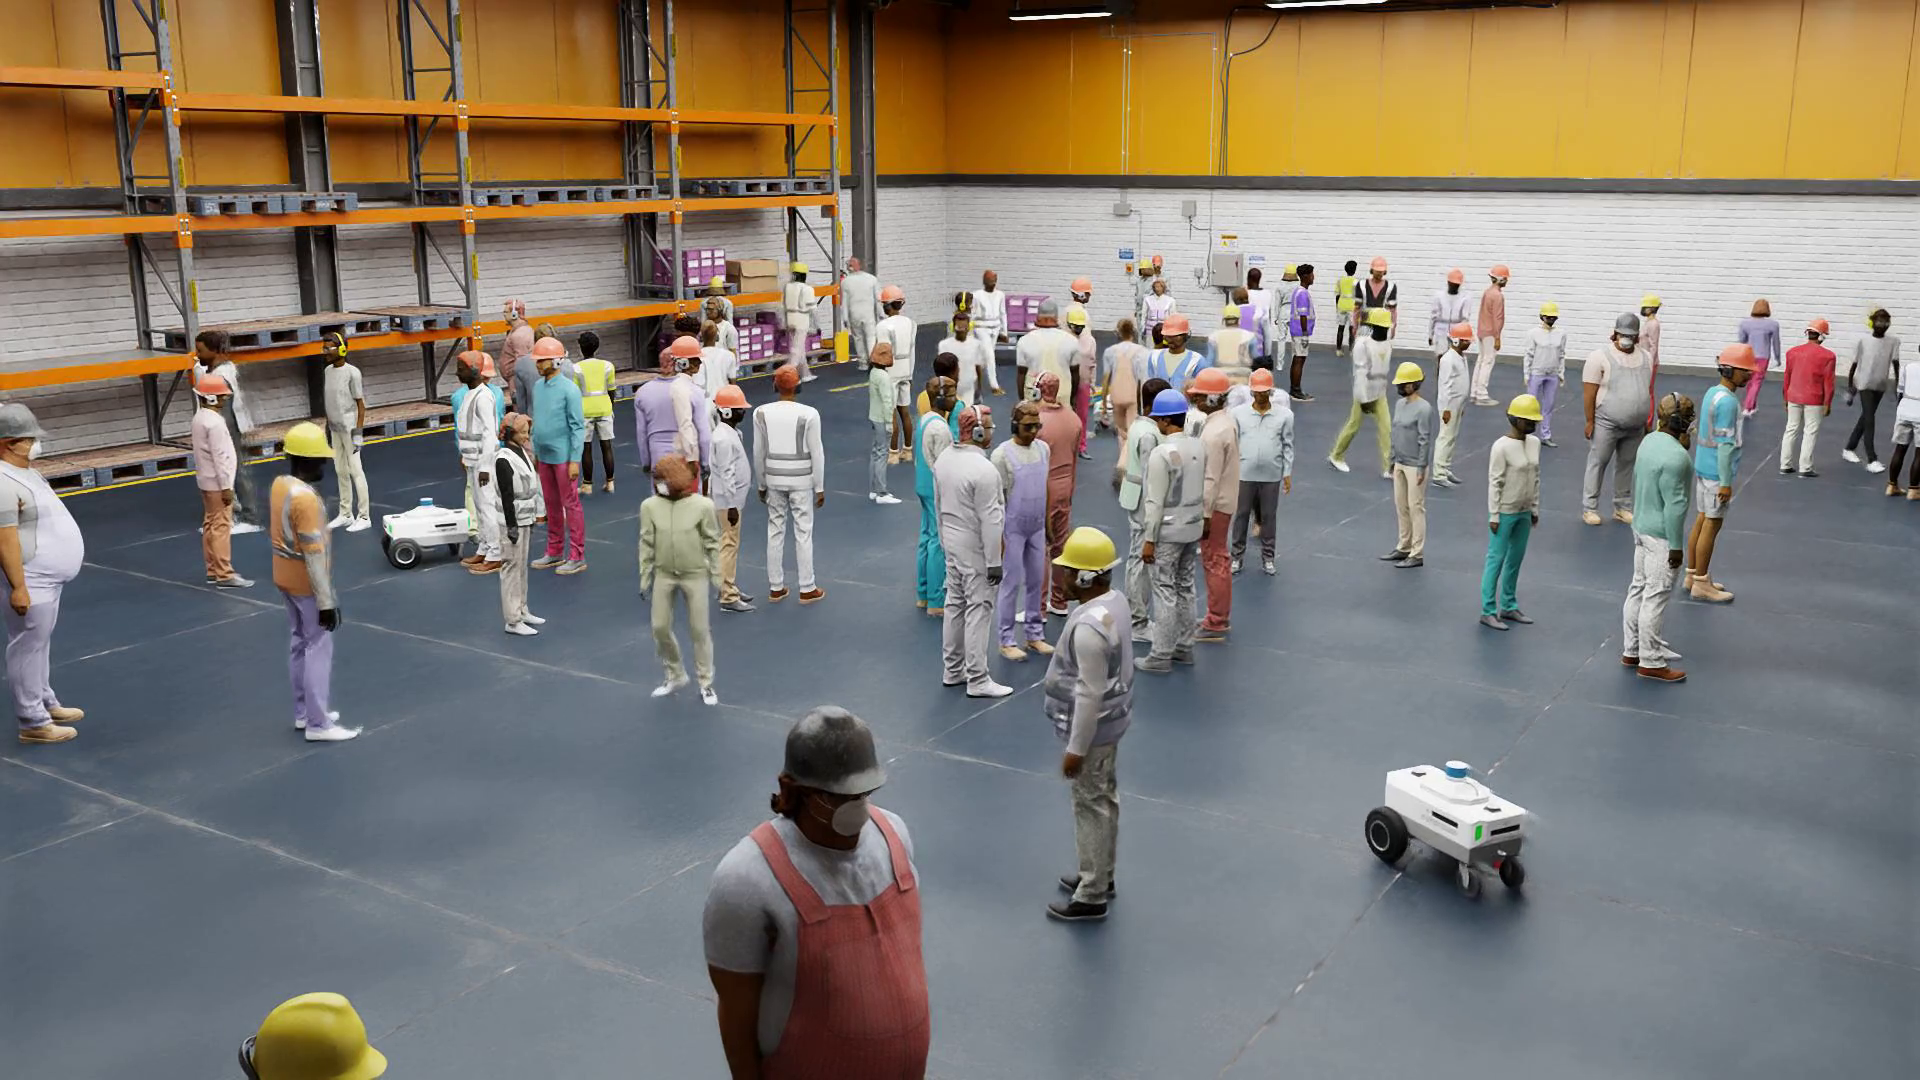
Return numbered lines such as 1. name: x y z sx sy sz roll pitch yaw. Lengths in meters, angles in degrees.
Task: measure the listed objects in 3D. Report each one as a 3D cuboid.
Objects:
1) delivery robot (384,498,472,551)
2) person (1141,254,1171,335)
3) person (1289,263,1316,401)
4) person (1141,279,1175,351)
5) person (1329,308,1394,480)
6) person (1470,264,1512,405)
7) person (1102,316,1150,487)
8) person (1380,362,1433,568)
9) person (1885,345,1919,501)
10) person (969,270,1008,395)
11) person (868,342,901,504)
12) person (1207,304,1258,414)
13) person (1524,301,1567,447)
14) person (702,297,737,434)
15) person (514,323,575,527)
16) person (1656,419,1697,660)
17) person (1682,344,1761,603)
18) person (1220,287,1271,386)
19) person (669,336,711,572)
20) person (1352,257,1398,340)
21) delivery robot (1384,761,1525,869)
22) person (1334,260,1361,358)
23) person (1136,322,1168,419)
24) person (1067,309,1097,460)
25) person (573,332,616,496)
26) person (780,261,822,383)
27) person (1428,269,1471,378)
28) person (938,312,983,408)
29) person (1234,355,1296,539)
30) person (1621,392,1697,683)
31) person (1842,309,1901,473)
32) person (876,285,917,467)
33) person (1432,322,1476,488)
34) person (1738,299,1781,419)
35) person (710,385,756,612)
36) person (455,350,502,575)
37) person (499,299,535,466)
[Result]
1. delivery robot: -4.593 -0.119 14.374 0.707 0.478 0.477 -6 14 -24
2. person: 3.524 -4.262 29.950 0.557 1.743 0.347 0 13 -1
3. person: 4.929 -2.988 23.929 0.363 1.966 0.607 1 13 3
4. person: 3.019 -3.156 25.376 0.522 1.640 0.306 3 13 13
5. person: 4.462 -1.614 18.202 0.584 1.875 0.994 -7 15 -29
6. person: 7.538 -2.899 23.530 0.430 1.981 0.633 0 13 0
7. person: 1.757 -1.451 17.607 0.524 1.813 0.801 4 14 19
8. person: 3.825 -0.644 14.228 0.345 1.758 0.532 -4 13 -15
9. person: 9.767 -1.235 16.942 0.320 1.687 0.539 -5 14 -22
10. person: 0.367 -3.105 24.721 0.594 1.843 0.934 -8 15 -32
11. person: -0.781 -1.189 16.849 0.274 1.635 0.507 -4 14 -18
12. person: 3.192 -1.870 19.513 0.600 1.787 0.974 6 14 25
13. person: 7.036 -1.985 20.020 0.533 1.768 0.311 -2 13 -9
14. person: -2.878 -1.961 19.740 0.514 1.845 0.338 8 15 30
15. person: -3.880 -1.082 15.723 0.630 1.940 0.372 4 13 15
16. person: 4.937 -0.046 11.653 0.287 1.746 0.487 2 13 8
17. person: 6.012 -0.533 13.121 0.392 2.036 0.615 3 13 13
18. person: 3.746 -2.429 21.926 0.642 1.783 0.972 5 14 19
19. person: -2.297 -0.725 14.051 0.375 1.995 0.609 -3 13 -13
20. person: 6.144 -3.174 24.632 0.630 2.010 0.773 3 13 13
21. delivery robot: 2.411 1.322 8.123 0.477 0.478 0.707 -6 14 -25
22. person: 6.777 -4.019 28.991 0.529 1.697 0.321 12 17 41
23. person: 1.979 -1.256 16.671 0.344 1.857 0.525 -12 18 -43
24. person: 1.335 -1.785 19.173 0.518 1.756 0.345 -5 14 -22
25. person: -3.805 -1.303 17.214 0.535 1.697 0.318 -10 16 -36
26. person: -2.390 -3.302 25.453 0.590 1.887 0.907 10 16 38
27. person: 7.099 -2.994 24.166 0.546 1.891 0.955 3 13 13
28. person: 0.007 -1.579 18.171 0.497 1.819 1.009 -1 13 -4
29. person: 2.831 -0.880 15.436 0.579 1.653 0.769 8 15 32
30. person: 4.695 -0.025 11.138 0.373 1.940 0.629 1 13 2
31. person: 10.274 -1.709 18.745 0.503 1.815 1.021 0 13 -1
32. person: -0.763 -1.856 18.852 0.381 2.041 0.616 10 16 37
33. person: 5.259 -1.436 17.669 0.346 1.746 0.573 8 15 30
34. person: 10.701 -2.436 22.336 0.508 1.596 0.832 12 18 43
35. person: -1.753 -0.327 12.851 0.328 1.752 0.563 -2 13 -7
36. person: -4.050 -0.654 14.000 0.349 1.878 0.584 -7 15 -27
37. person: -4.940 -1.733 18.617 0.407 1.908 0.641 -2 13 -10
